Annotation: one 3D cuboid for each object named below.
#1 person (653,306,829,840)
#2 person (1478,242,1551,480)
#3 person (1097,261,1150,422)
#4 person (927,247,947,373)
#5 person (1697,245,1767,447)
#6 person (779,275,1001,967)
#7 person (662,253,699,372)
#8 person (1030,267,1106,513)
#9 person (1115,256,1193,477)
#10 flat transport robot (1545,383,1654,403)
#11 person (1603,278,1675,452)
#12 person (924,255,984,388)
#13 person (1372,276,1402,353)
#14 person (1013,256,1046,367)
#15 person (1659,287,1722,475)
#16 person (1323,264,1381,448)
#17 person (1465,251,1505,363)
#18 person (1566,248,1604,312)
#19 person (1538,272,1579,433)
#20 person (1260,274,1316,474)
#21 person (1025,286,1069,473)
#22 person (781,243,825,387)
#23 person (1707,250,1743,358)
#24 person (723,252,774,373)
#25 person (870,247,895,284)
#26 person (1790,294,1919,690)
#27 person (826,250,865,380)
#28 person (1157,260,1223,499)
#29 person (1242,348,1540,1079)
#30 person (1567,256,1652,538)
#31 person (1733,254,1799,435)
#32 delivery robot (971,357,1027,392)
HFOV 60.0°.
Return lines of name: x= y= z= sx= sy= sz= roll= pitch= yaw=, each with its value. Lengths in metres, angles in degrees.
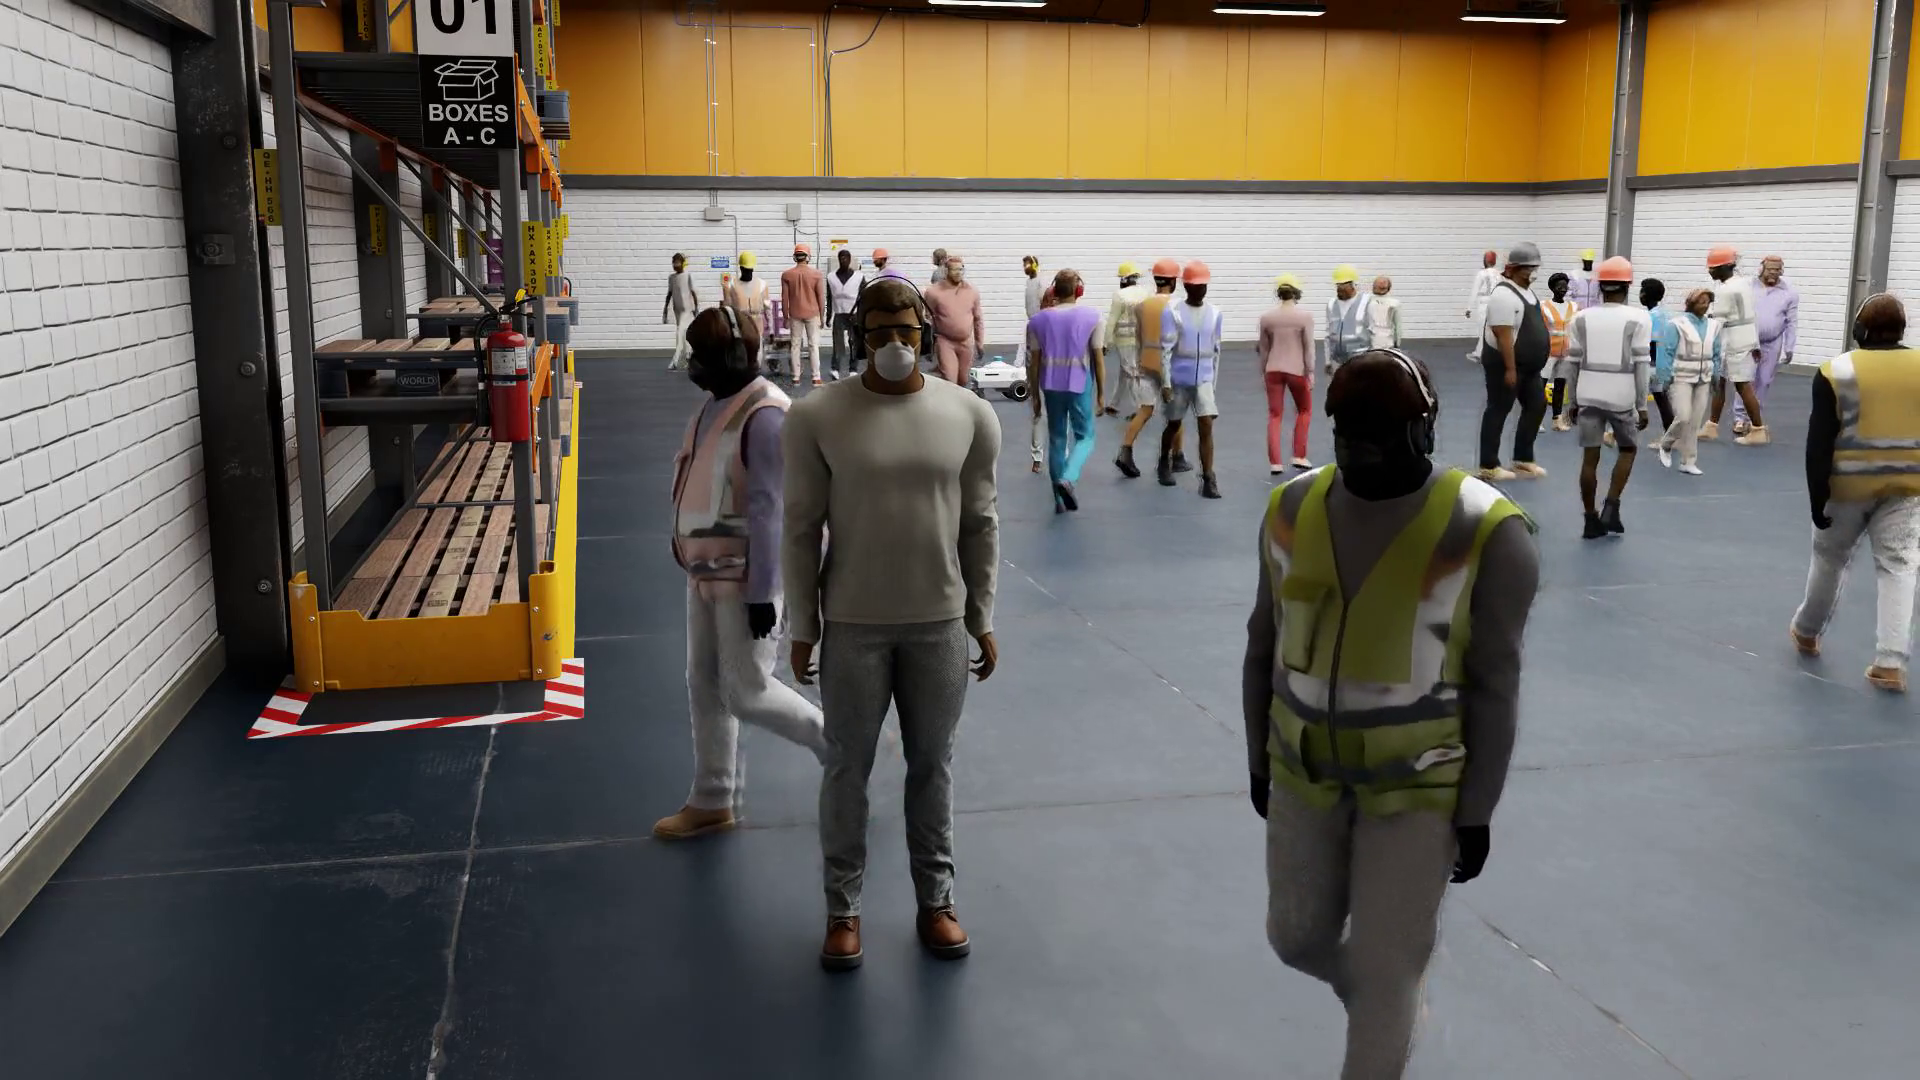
person: x=-0.691 y=0.121 z=5.644 sx=0.655 sy=1.827 sz=0.637 roll=-6 pitch=12 yaw=-30
person: x=4.734 y=-1.500 z=14.019 sx=0.673 sy=2.000 sz=0.716 roll=8 pitch=13 yaw=36
person: x=1.816 y=-2.240 z=18.787 sx=0.883 sy=1.787 sz=0.609 roll=9 pitch=14 yaw=42
person: x=-0.209 y=-3.488 z=25.361 sx=0.593 sy=1.927 sz=0.631 roll=4 pitch=11 yaw=21
person: x=7.629 y=-1.916 z=16.506 sx=0.920 sy=1.971 sz=0.621 roll=9 pitch=13 yaw=40
person: x=-0.188 y=0.234 z=4.692 sx=0.631 sy=1.939 sz=0.369 roll=-2 pitch=10 yaw=-12
person: x=-4.366 y=-3.486 z=25.606 sx=0.590 sy=1.822 sz=0.883 roll=7 pitch=12 yaw=34
person: x=0.786 y=-1.088 z=12.297 sx=0.587 sy=1.833 sz=0.522 roll=4 pitch=11 yaw=19
person: x=1.694 y=-1.491 z=14.363 sx=0.553 sy=1.907 sz=0.932 roll=9 pitch=14 yaw=42
flat transport robot: x=7.928 y=-1.858 z=20.903 sx=1.431 sy=0.197 sz=0.652 roll=-2 pitch=10 yaw=-12
person: x=6.579 y=-1.693 z=16.114 sx=0.834 sy=1.653 sz=0.554 roll=6 pitch=12 yaw=32
person: x=-0.067 y=-2.159 z=18.141 sx=0.659 sy=1.877 sz=0.905 roll=-4 pitch=11 yaw=-20
person: x=4.896 y=-2.264 z=19.416 sx=0.515 sy=1.624 sz=0.368 roll=4 pitch=11 yaw=23
person: x=1.017 y=-3.099 z=23.534 sx=1.014 sy=1.800 sz=0.566 roll=-6 pitch=12 yaw=-30
person: x=6.363 y=-1.379 z=14.473 sx=0.536 sy=1.623 sz=0.388 roll=-3 pitch=11 yaw=-14
person: x=3.864 y=-1.801 z=16.367 sx=0.576 sy=1.800 sz=0.625 roll=-10 pitch=14 yaw=-43
person: x=8.556 y=-3.787 z=27.245 sx=0.579 sy=1.845 sz=0.917 roll=-5 pitch=12 yaw=-28
person: x=10.021 y=-3.713 z=26.651 sx=0.585 sy=1.912 sz=0.409 roll=0 pitch=10 yaw=3
person: x=6.300 y=-1.978 z=17.621 sx=0.537 sy=1.696 sz=0.317 roll=-2 pitch=10 yaw=-12
person: x=2.877 y=-1.453 z=14.576 sx=0.548 sy=1.733 sz=0.639 roll=6 pitch=12 yaw=31
person: x=0.819 y=-1.405 z=14.621 sx=0.502 sy=1.633 sz=0.280 roll=-2 pitch=10 yaw=-12
person: x=-2.176 y=-3.123 z=23.165 sx=0.610 sy=1.986 sz=0.392 roll=0 pitch=10 yaw=2
person: x=11.886 y=-3.557 z=25.857 sx=0.578 sy=1.882 sz=0.353 roll=-2 pitch=10 yaw=-12
person: x=-2.650 y=-2.632 z=20.703 sx=0.609 sy=1.894 sz=0.806 roll=-4 pitch=11 yaw=-20
person: x=-1.225 y=-3.871 z=27.497 sx=0.541 sy=1.914 sz=0.559 roll=-7 pitch=12 yaw=-33
person: x=4.272 y=-0.250 z=7.811 sx=0.636 sy=1.788 sz=0.982 roll=2 pitch=10 yaw=12
person: x=-1.683 y=-3.248 z=24.224 sx=0.626 sy=1.856 sz=0.888 roll=1 pitch=10 yaw=7
person: x=1.847 y=-1.314 z=13.458 sx=0.559 sy=1.896 sz=1.013 roll=-3 pitch=11 yaw=-14
person: x=0.916 y=0.492 z=3.608 sx=0.631 sy=1.821 sz=0.645 roll=8 pitch=13 yaw=37
person: x=4.439 y=-0.965 z=11.374 sx=0.580 sy=1.921 sz=0.454 roll=8 pitch=13 yaw=37
person: x=8.381 y=-2.026 z=17.363 sx=0.656 sy=1.880 sz=0.649 roll=3 pitch=11 yaw=15
delivery robot: x=0.483 y=-2.086 z=21.119 sx=0.707 sy=0.478 sz=0.477 roll=-2 pitch=10 yaw=-12
